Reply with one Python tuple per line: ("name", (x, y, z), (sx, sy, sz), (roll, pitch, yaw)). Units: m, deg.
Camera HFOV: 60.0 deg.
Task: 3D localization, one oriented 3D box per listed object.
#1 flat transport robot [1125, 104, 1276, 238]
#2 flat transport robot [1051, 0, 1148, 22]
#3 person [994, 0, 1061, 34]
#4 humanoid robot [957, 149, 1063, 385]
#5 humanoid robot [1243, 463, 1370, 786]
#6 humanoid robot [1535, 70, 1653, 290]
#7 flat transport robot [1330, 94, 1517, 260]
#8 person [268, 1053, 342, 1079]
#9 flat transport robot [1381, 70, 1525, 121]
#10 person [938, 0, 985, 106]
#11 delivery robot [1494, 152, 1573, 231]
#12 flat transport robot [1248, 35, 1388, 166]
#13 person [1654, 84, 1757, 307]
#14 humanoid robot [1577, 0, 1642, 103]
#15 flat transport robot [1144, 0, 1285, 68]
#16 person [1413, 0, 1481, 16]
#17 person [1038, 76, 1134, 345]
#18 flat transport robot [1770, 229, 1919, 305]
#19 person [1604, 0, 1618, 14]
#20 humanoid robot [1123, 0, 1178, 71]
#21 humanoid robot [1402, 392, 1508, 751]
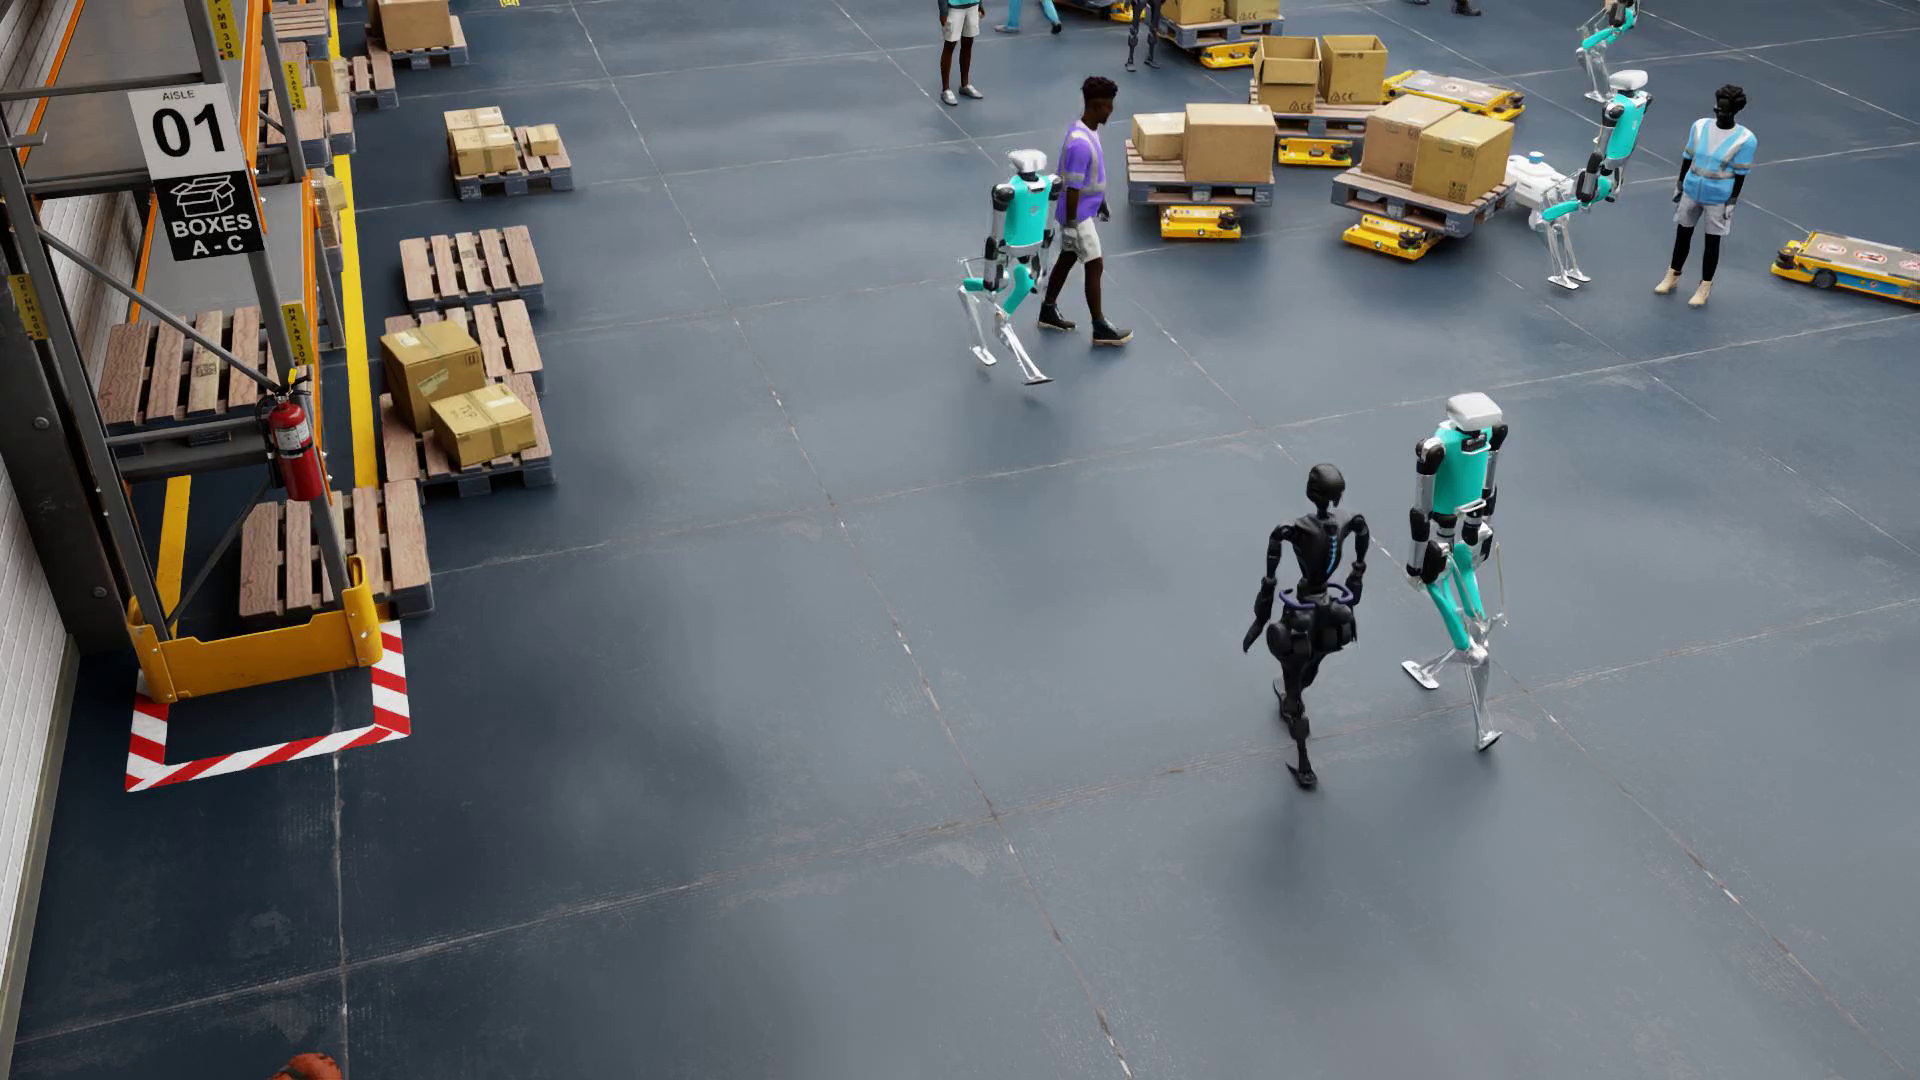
("flat transport robot", (2.041, -2.970, 14.413), (0.659, 0.231, 1.431), (2, 33, 2))
("flat transport robot", (1.671, -6.403, 19.679), (1.431, 0.231, 0.659), (28, 42, 36))
("person", (0.789, -6.486, 18.404), (0.692, 1.821, 0.611), (27, 42, 35))
("humanoid robot", (0.303, -1.883, 11.416), (0.558, 1.728, 1.048), (-20, 38, -28))
("humanoid robot", (1.664, 0.360, 8.057), (0.584, 1.653, 0.711), (-10, 34, -15))
("humanoid robot", (4.743, -2.781, 12.686), (0.530, 1.702, 0.712), (-26, 41, -34))
("flat transport robot", (3.879, -2.739, 14.059), (0.659, 0.231, 1.431), (24, 40, 32))
("person", (-1.783, 2.200, 5.006), (0.582, 1.881, 0.340), (6, 34, 9))
("flat transport robot", (4.855, -4.438, 16.665), (1.431, 0.231, 0.659), (24, 40, 32))
("person", (0.000, -5.322, 16.492), (0.565, 1.938, 0.430), (-24, 40, -32))
("delivery robot", (4.857, -3.023, 14.250), (0.499, 0.614, 0.796), (-15, 36, -21))
("flat transport robot", (3.341, -3.889, 15.823), (0.659, 0.231, 1.431), (4, 33, 6))
("person", (5.636, -2.603, 12.546), (0.319, 1.691, 0.533), (-24, 40, -32))
("humanoid robot", (6.478, -5.246, 16.567), (0.696, 1.786, 0.544), (24, 40, 32))
("flat transport robot", (2.759, -5.490, 18.279), (0.659, 0.231, 1.431), (-10, 35, -16))
("person", (5.698, -7.097, 19.261), (0.956, 1.895, 0.542), (18, 37, 26))
("person", (0.955, -2.367, 11.989), (0.827, 1.917, 0.641), (4, 33, 6))
("flat transport robot", (7.229, -2.112, 13.097), (1.431, 0.231, 0.659), (21, 39, 29))
("person", (7.731, -6.942, 19.218), (0.374, 1.675, 0.459), (13, 35, 19))
("humanoid robot", (1.992, -5.771, 17.406), (0.599, 1.659, 0.315), (-11, 35, -16))
("humanoid robot", (2.607, 0.213, 8.236), (0.543, 1.809, 0.906), (-18, 37, -25))
